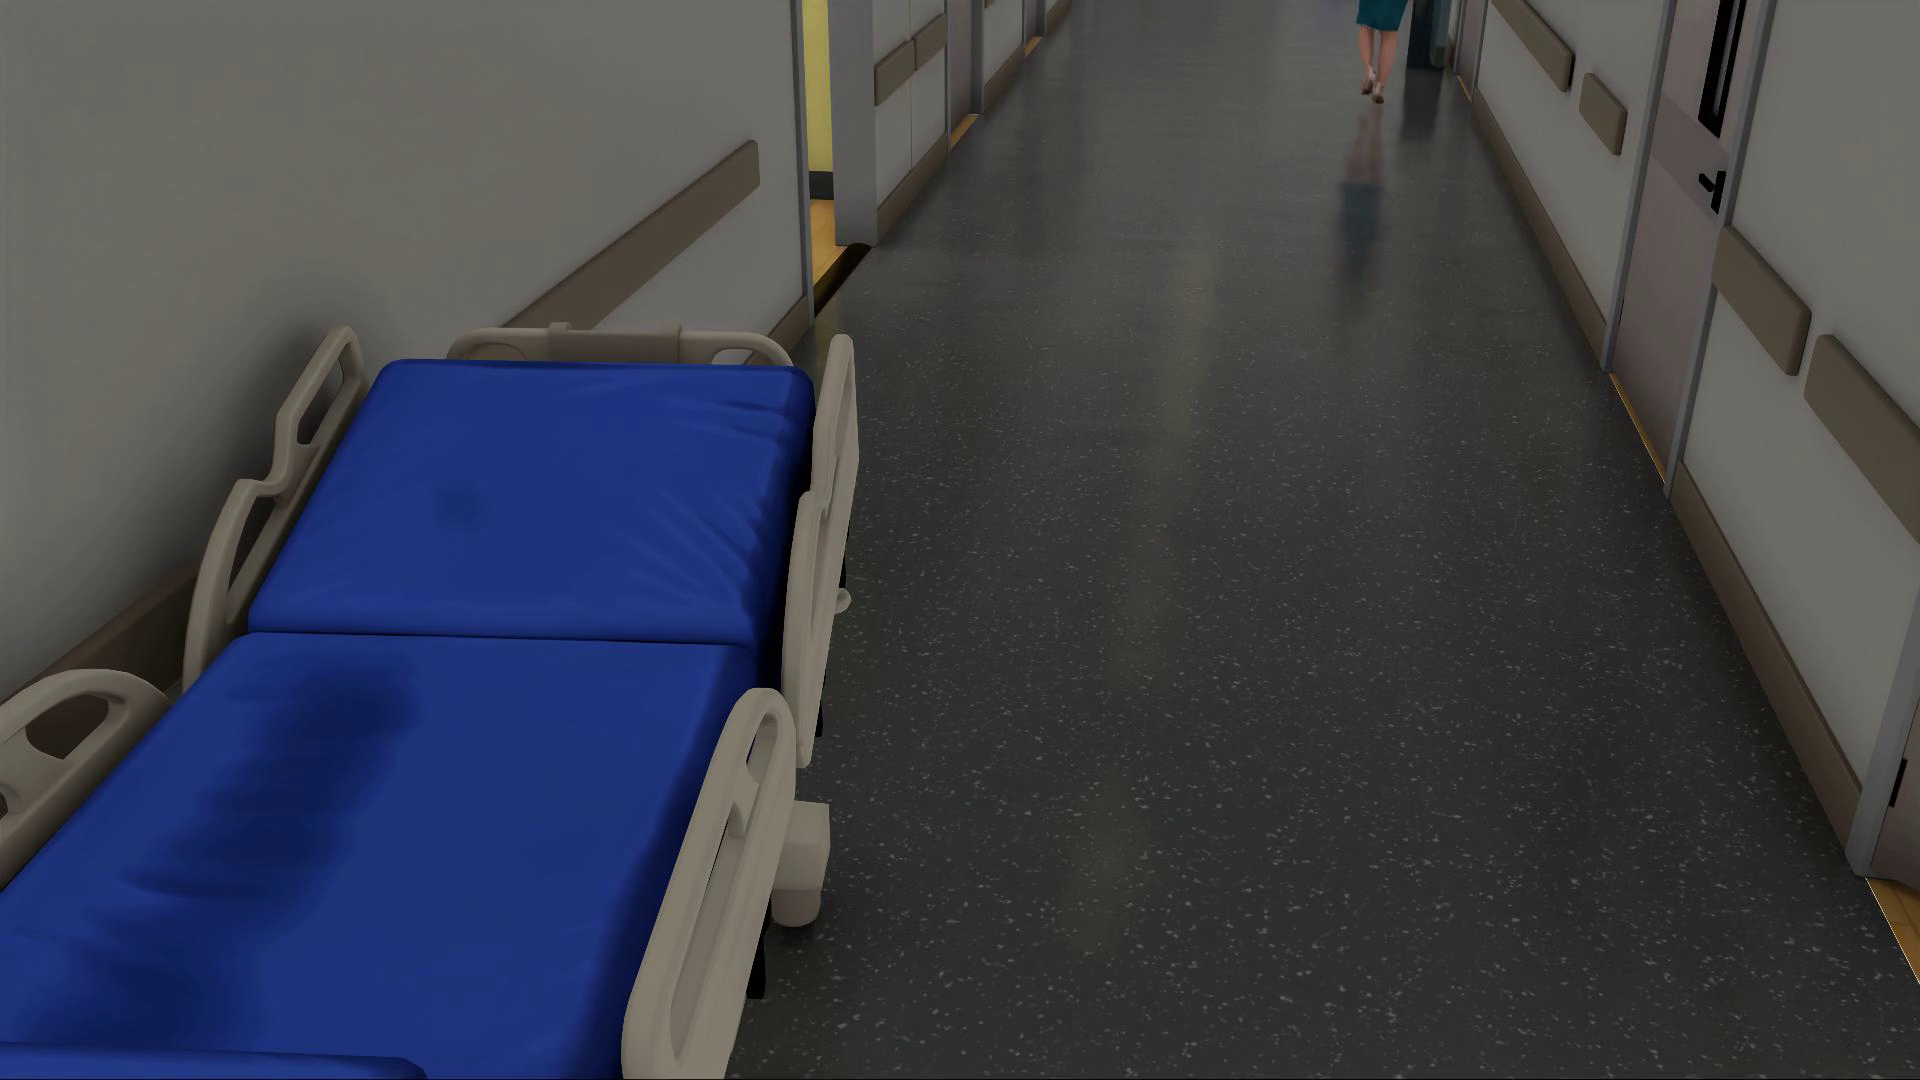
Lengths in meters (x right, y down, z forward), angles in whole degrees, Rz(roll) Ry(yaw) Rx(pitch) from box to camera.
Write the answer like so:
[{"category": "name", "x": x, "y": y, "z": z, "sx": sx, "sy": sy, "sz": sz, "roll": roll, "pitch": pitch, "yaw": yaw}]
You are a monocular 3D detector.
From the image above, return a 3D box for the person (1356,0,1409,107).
[{"category": "person", "x": 3.008, "y": -3.901, "z": 11.722, "sx": 0.500, "sy": 1.674, "sz": 0.634, "roll": 5, "pitch": 26, "yaw": 10}]
